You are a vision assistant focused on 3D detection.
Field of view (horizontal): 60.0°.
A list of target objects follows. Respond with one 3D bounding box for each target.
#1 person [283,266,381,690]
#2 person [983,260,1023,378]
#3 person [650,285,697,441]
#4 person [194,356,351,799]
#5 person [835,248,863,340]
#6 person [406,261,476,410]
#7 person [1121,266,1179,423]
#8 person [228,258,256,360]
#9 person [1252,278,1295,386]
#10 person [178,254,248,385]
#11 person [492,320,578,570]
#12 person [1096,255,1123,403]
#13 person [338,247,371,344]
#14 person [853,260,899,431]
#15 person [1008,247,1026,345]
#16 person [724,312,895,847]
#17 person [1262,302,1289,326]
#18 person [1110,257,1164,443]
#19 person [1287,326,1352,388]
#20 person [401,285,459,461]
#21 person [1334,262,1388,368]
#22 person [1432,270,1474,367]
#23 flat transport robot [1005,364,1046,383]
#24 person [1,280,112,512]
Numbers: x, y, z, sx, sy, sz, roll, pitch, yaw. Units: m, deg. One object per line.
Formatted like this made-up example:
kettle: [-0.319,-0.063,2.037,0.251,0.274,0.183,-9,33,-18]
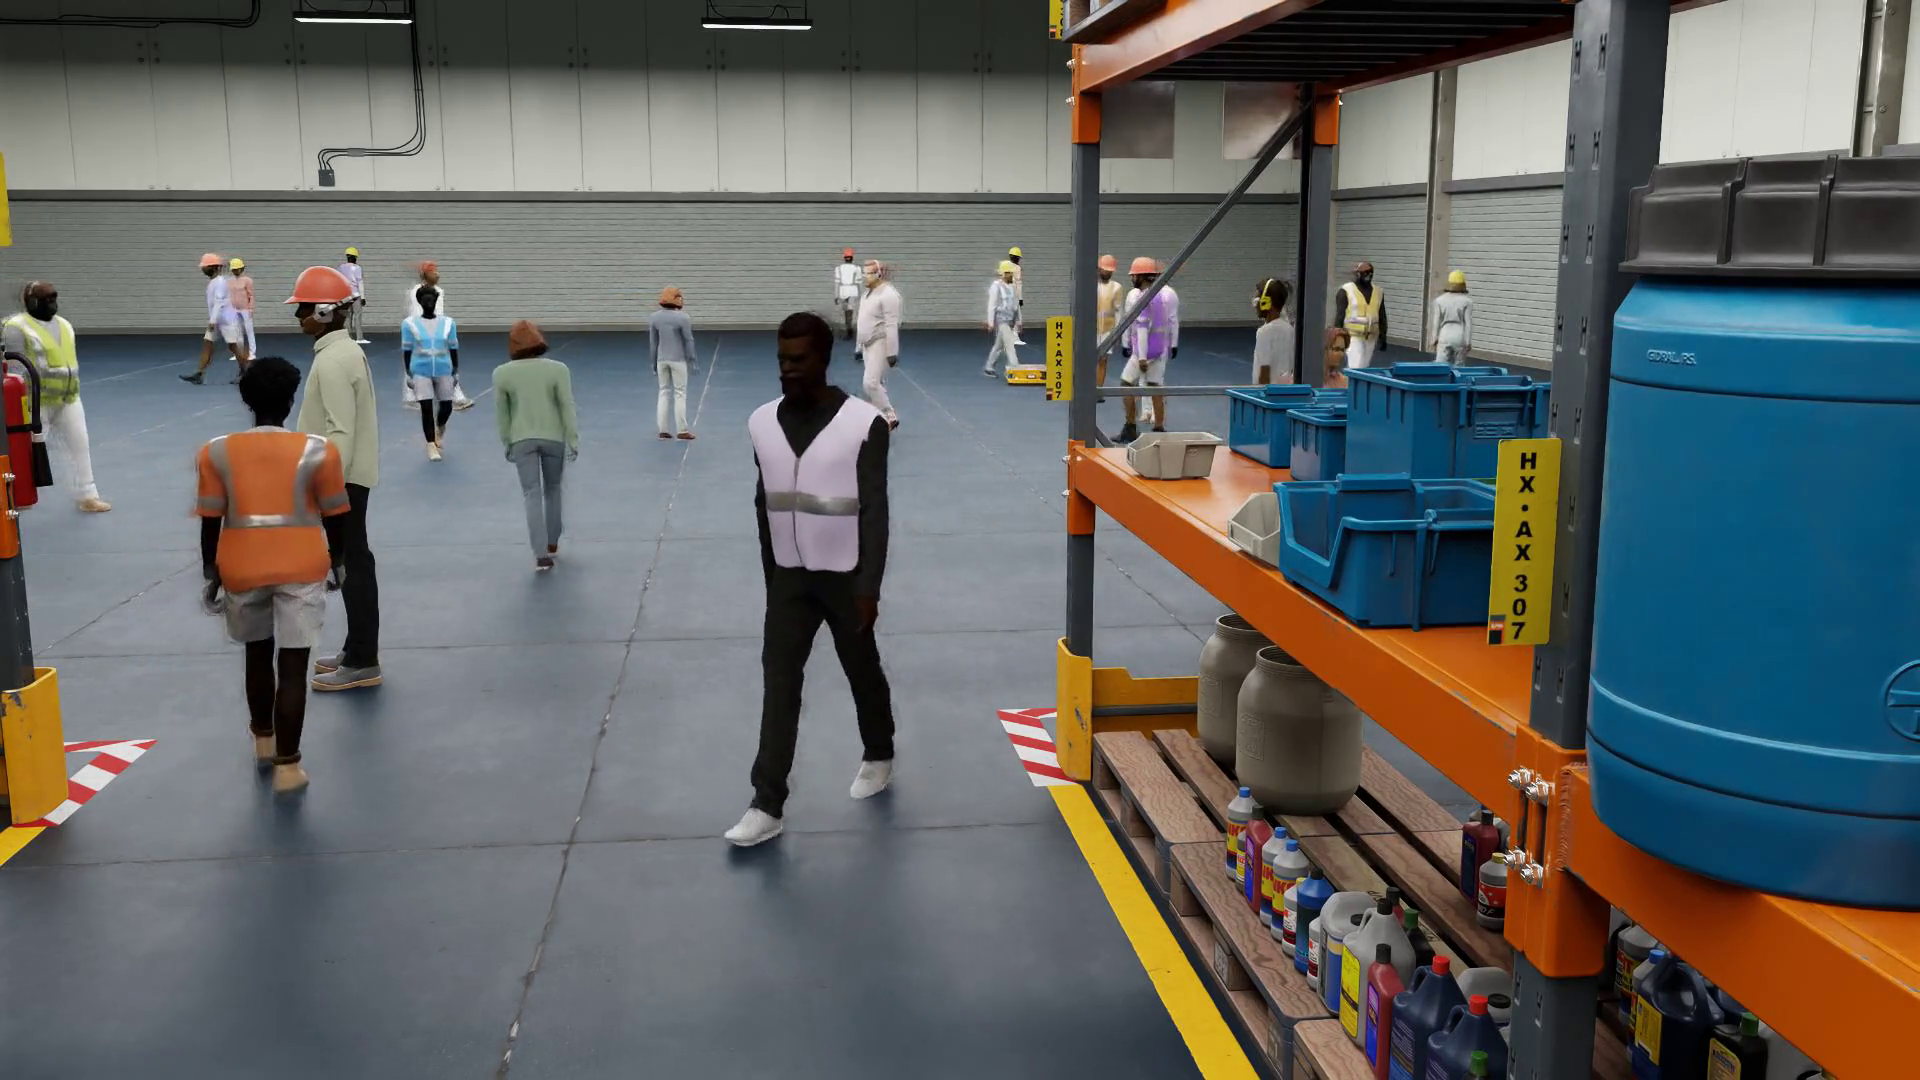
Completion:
person: [-2.953,-0.292,7.899,0.382,1.995,0.612,-3,11,-16]
person: [0.673,-3.290,24.917,0.921,1.789,0.609,7,13,35]
person: [-3.016,-1.856,17.464,0.506,1.632,0.270,5,11,25]
person: [-2.646,0.124,6.500,0.537,1.666,0.739,-1,10,-8]
person: [-2.299,-5.106,34.587,0.567,1.886,1.016,2,10,8]
person: [-6.473,-2.494,20.424,0.978,1.829,0.598,4,11,20]
person: [2.154,-2.240,19.057,0.655,1.820,0.560,5,12,26]
person: [-12.447,-3.982,28.779,0.522,1.761,0.322,3,11,16]
person: [2.071,-0.896,11.626,0.846,1.835,0.546,8,13,39]
person: [-10.762,-3.159,23.934,1.002,1.879,0.553,-9,14,-41]
person: [-2.757,-0.632,10.847,0.520,1.585,0.796,-2,11,-13]
person: [1.806,-2.712,21.446,0.580,1.906,0.638,-2,11,-11]
person: [-12.122,-4.879,33.238,0.586,1.924,0.370,5,11,24]
person: [-0.913,-2.039,17.783,0.440,1.892,0.648,-5,11,-25]
person: [1.065,-4.835,33.000,0.376,1.923,0.585,-7,12,-33]
person: [-0.499,0.111,6.055,0.611,1.874,1.008,5,11,25]
person: [3.413,-1.951,17.988,0.311,1.634,0.516,2,11,10]
person: [1.833,-1.940,17.137,0.710,1.910,0.568,6,12,31]
person: [2.057,-0.424,9.610,0.535,1.623,0.503,-6,12,-29]
person: [-5.105,-1.617,16.033,0.540,1.681,0.583,-5,12,-27]
person: [4.919,-2.435,20.117,0.654,1.819,0.756,-3,11,-18]
person: [6.153,-2.514,20.814,0.498,1.723,0.708,6,12,31]
flat transport robot: [1.006,-2.448,24.446,0.652,0.197,1.431,0,10,-1]
person: [-7.127,-1.108,12.904,0.922,1.809,0.634,3,11,18]
